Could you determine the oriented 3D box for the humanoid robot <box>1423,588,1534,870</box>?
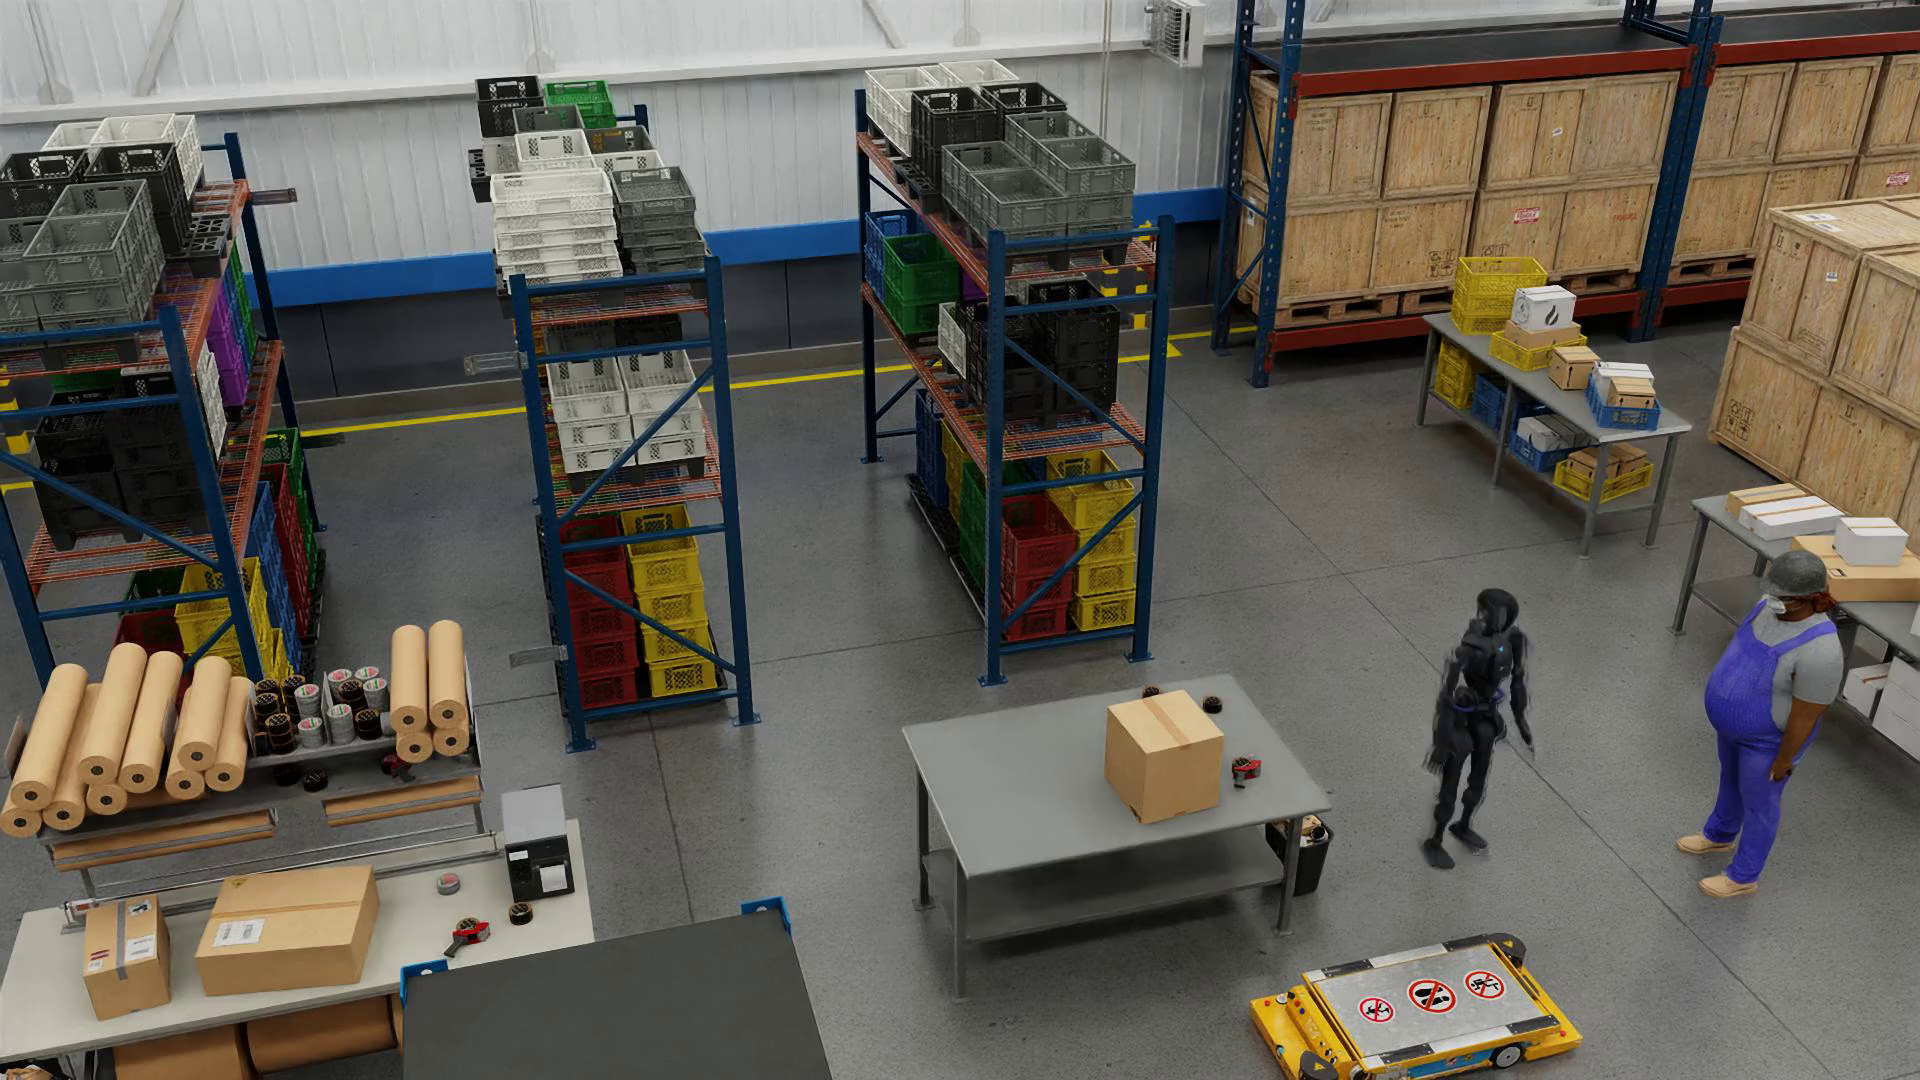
[{"bbox_3d":[2.760,1.000,8.872,0.631,1.649,0.391,-17,33,-27],"label":"humanoid robot"}]

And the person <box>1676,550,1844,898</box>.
[{"bbox_3d":[4.136,0.926,8.638,0.535,2.000,0.677,0,29,0],"label":"person"}]

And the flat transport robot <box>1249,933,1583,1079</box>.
[{"bbox_3d":[2.184,2.282,7.980,1.431,0.197,0.652,-8,30,-14],"label":"flat transport robot"}]
